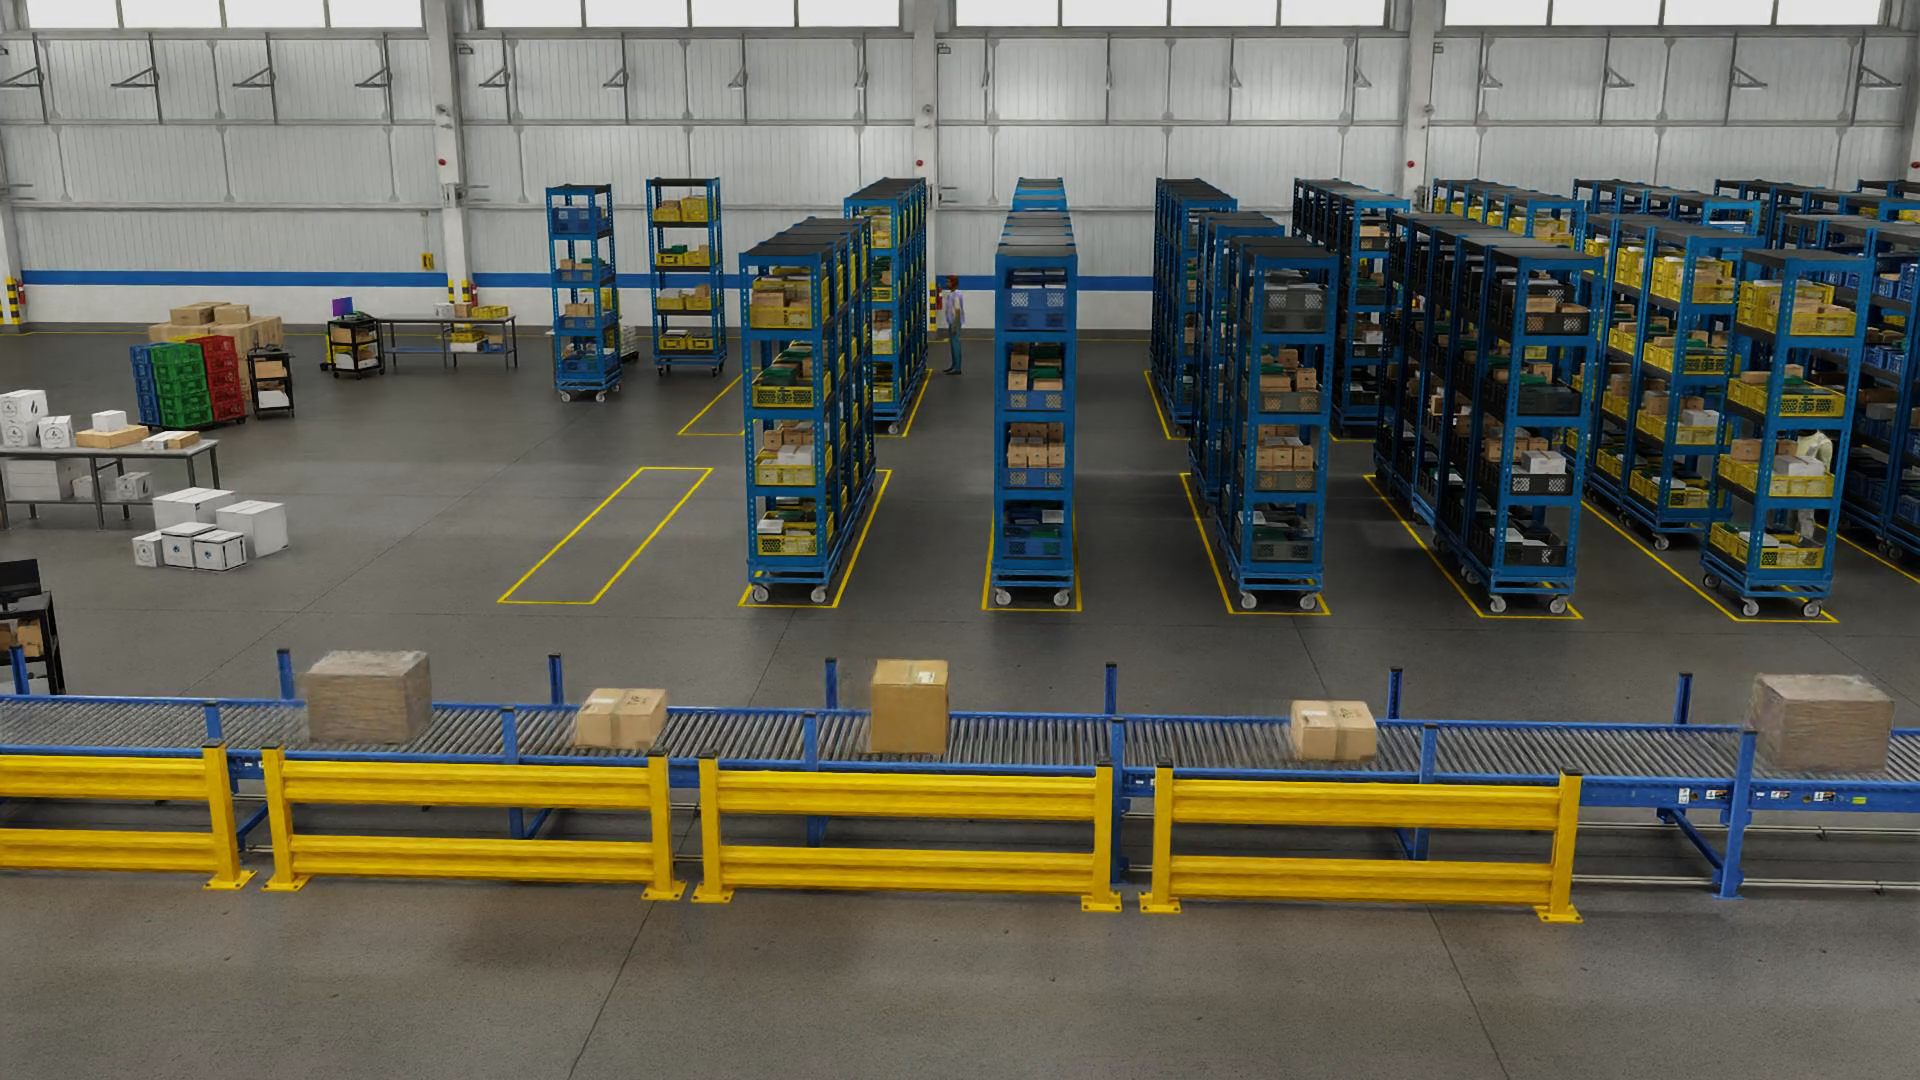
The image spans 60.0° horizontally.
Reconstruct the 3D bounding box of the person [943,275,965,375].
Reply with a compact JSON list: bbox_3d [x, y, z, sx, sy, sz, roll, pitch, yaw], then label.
[{"bbox_3d":[-0.100,-3.996,30.874,0.390,1.846,0.565,-2,15,-8],"label":"person"}]

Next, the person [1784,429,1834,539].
[{"bbox_3d":[9.218,-0.585,18.255,0.403,1.823,0.586,-5,16,-16],"label":"person"}]
